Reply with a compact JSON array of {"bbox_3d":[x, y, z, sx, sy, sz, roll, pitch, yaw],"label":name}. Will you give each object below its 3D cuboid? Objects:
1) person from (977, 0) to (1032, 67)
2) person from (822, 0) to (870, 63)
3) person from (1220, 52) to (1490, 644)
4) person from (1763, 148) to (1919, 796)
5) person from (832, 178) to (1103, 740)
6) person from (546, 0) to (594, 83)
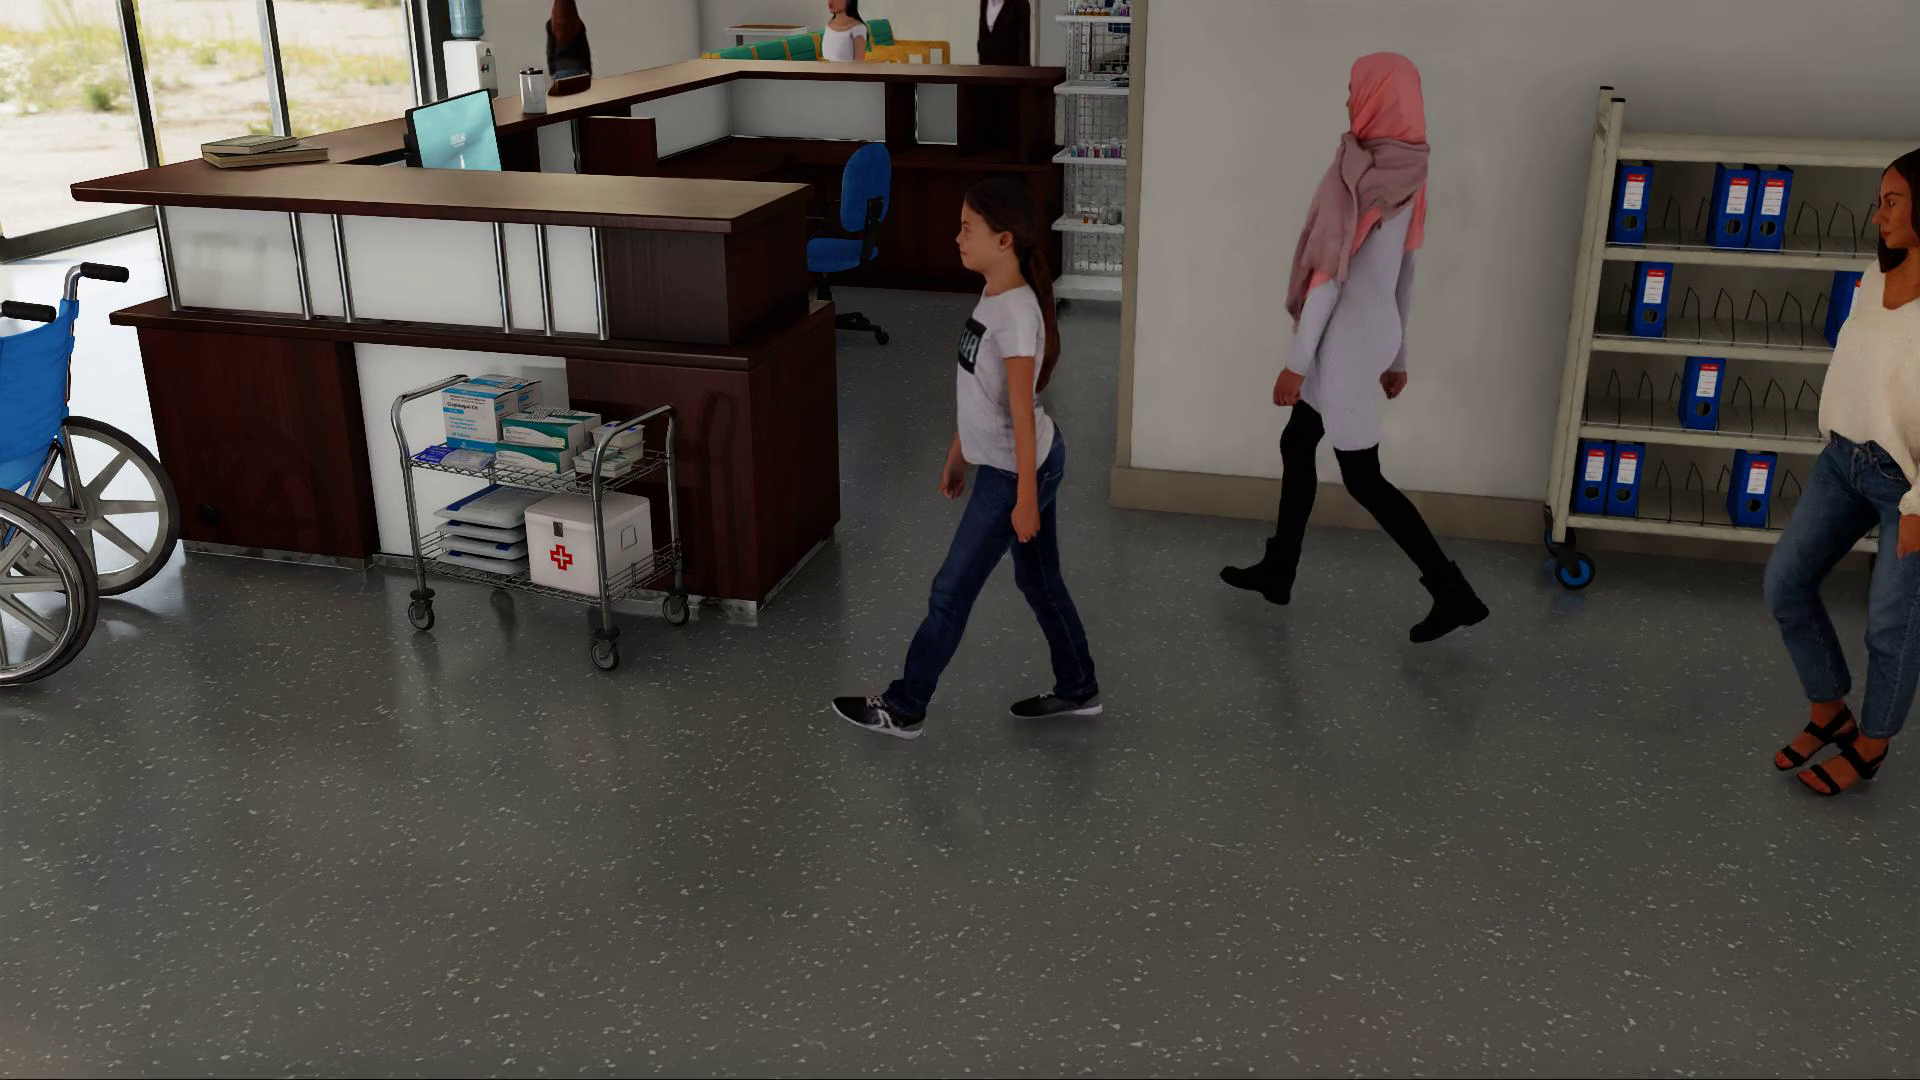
[{"bbox_3d":[0.383,-3.725,13.403,1.172,1.834,1.046,16,26,36],"label":"person"},{"bbox_3d":[-0.730,-2.974,11.521,0.880,1.762,0.834,-19,28,-40],"label":"person"},{"bbox_3d":[1.267,-0.512,5.015,1.247,1.766,0.923,14,25,33],"label":"person"},{"bbox_3d":[2.404,-0.131,4.150,0.763,1.666,0.750,-4,21,-9],"label":"person"},{"bbox_3d":[0.208,-0.177,4.469,1.066,1.526,0.789,-2,21,-6],"label":"person"},{"bbox_3d":[-3.776,-4.562,16.137,0.889,1.462,0.880,-6,21,-14],"label":"person"}]
